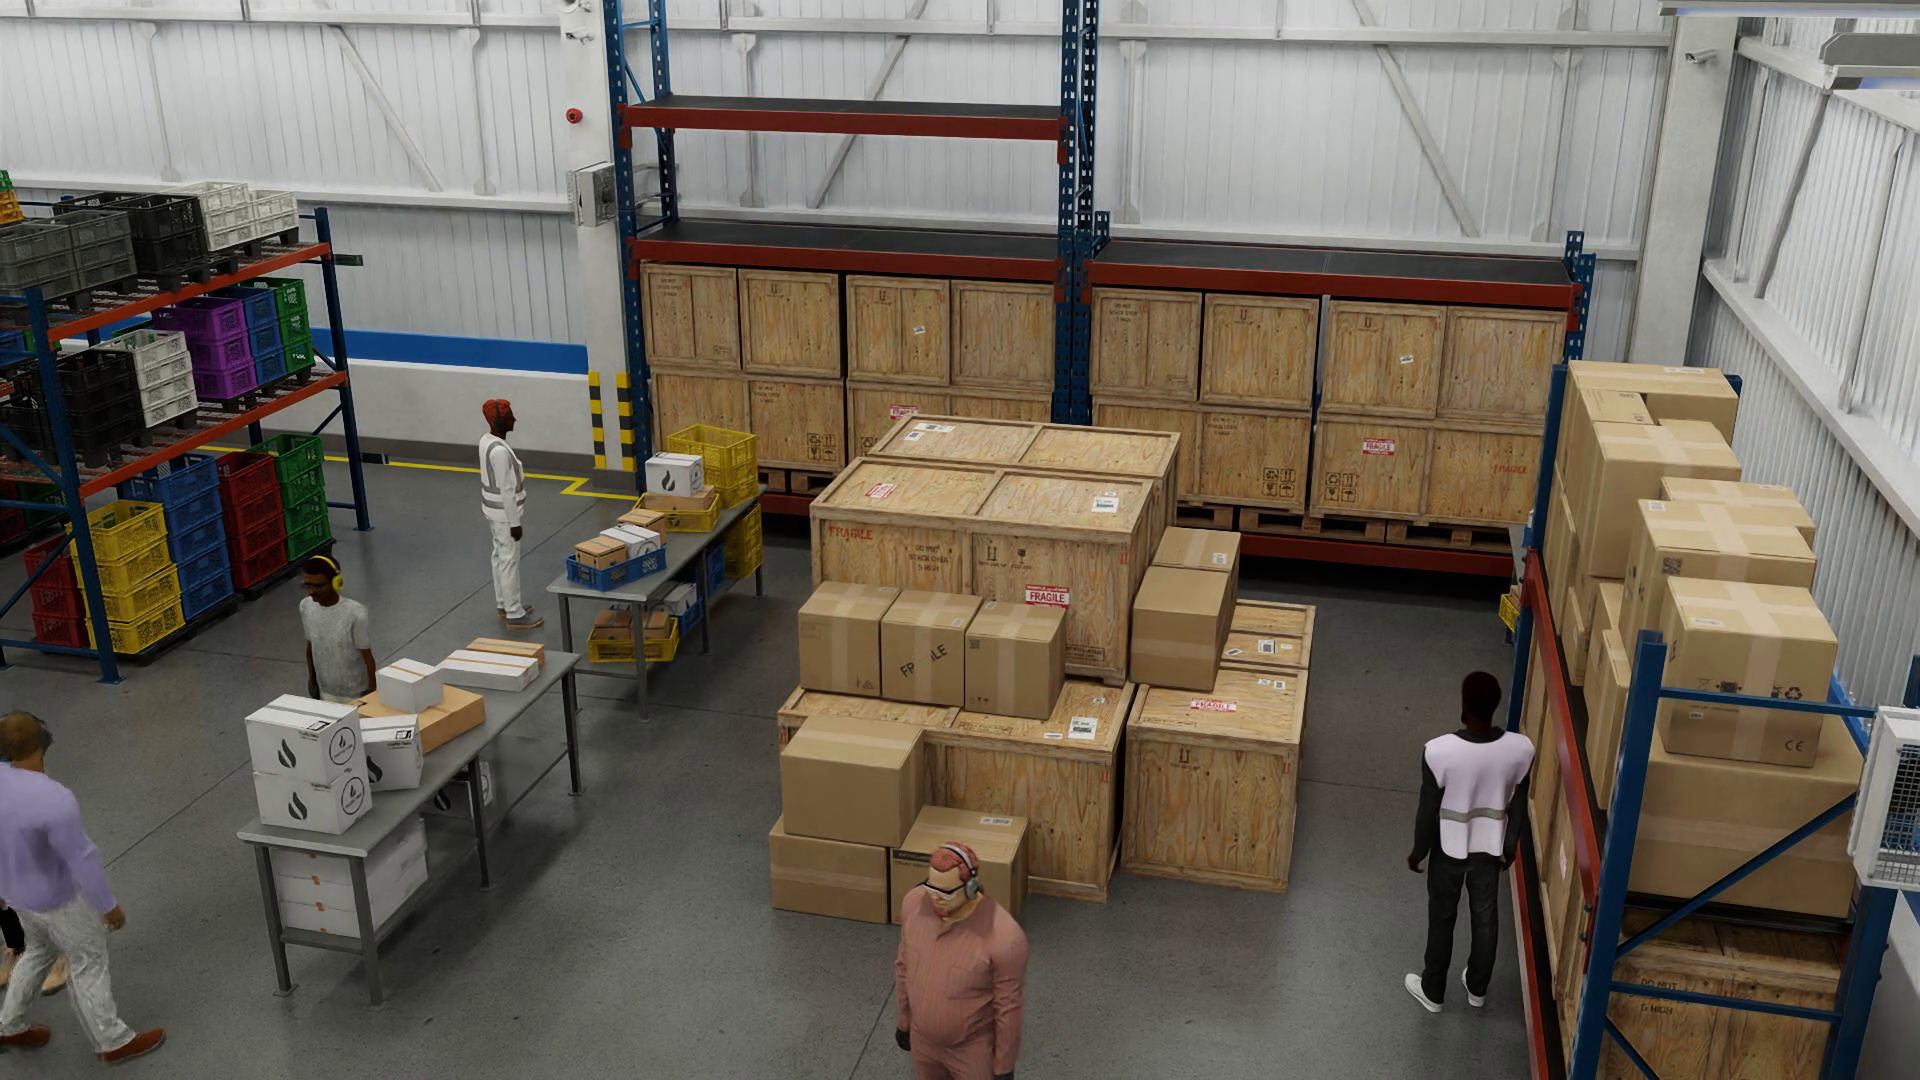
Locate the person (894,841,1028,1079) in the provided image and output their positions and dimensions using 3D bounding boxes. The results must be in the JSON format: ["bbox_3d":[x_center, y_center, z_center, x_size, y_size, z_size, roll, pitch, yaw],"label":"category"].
[{"bbox_3d":[-0.033,2.137,7.155,0.639,1.900,0.401,15,26,34],"label":"person"}]

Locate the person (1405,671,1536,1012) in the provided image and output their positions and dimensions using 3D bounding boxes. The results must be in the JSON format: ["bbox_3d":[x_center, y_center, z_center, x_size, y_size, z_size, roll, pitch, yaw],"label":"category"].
[{"bbox_3d":[2.619,1.572,8.603,0.590,1.921,0.392,-3,21,-7],"label":"person"}]

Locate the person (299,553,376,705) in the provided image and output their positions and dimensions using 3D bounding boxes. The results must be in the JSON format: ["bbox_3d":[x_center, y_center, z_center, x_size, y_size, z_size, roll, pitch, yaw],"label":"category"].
[{"bbox_3d":[-3.830,0.948,10.322,0.515,1.861,0.317,7,22,19],"label":"person"}]

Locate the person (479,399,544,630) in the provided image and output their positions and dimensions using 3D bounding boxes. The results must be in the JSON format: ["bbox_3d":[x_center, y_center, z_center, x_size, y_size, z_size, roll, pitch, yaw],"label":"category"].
[{"bbox_3d":[-3.635,-0.214,13.326,0.354,1.883,0.572,-10,23,-25],"label":"person"}]

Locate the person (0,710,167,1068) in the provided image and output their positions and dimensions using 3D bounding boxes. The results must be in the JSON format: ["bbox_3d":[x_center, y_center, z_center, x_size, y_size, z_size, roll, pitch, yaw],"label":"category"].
[{"bbox_3d":[-4.486,1.756,8.147,0.744,1.916,0.613,14,25,33],"label":"person"}]

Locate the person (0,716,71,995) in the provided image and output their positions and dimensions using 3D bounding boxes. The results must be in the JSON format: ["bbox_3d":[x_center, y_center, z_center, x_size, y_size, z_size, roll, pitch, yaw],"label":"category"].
[{"bbox_3d":[-5.038,1.621,8.781,0.541,1.696,0.315,3,21,7],"label":"person"}]
